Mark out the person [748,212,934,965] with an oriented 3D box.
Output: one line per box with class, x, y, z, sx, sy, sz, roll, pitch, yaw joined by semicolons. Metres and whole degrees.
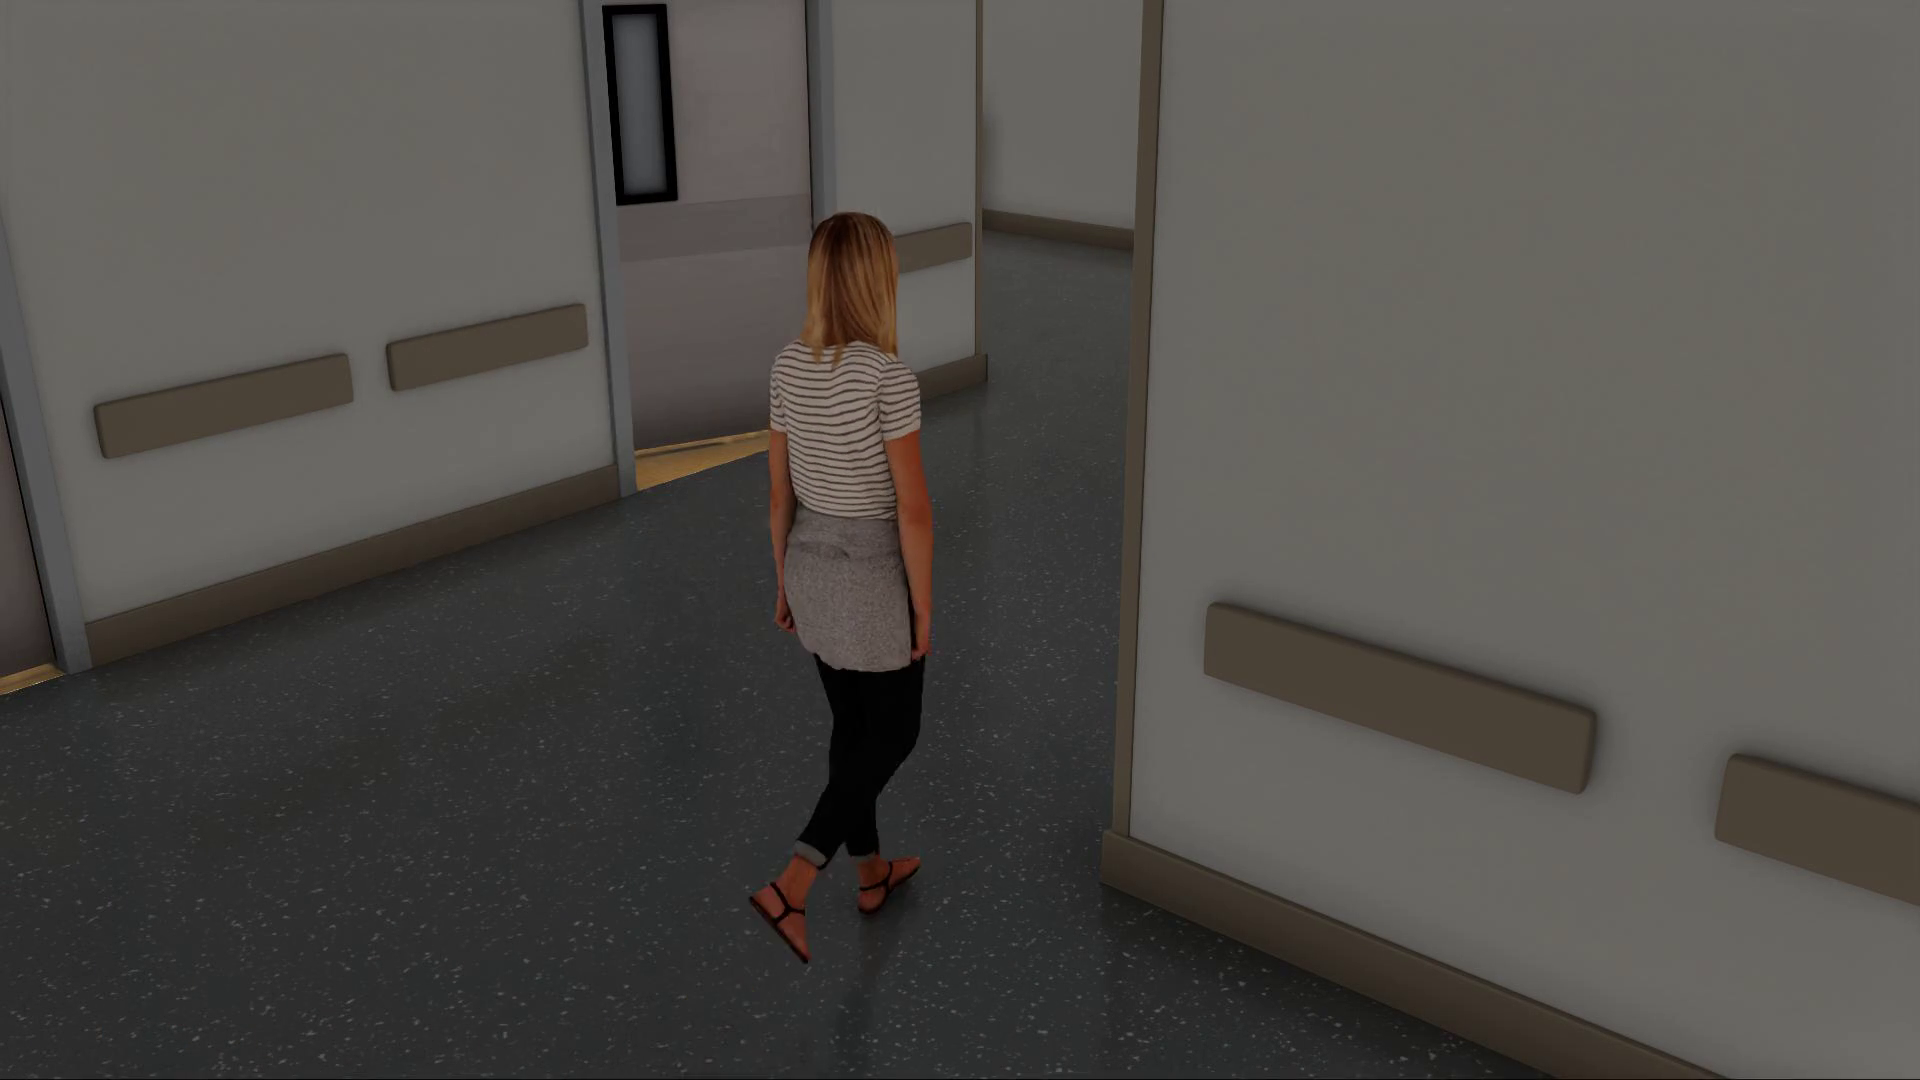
person;-0.309;0.171;3.901;0.690;1.809;0.993;12;24;29
